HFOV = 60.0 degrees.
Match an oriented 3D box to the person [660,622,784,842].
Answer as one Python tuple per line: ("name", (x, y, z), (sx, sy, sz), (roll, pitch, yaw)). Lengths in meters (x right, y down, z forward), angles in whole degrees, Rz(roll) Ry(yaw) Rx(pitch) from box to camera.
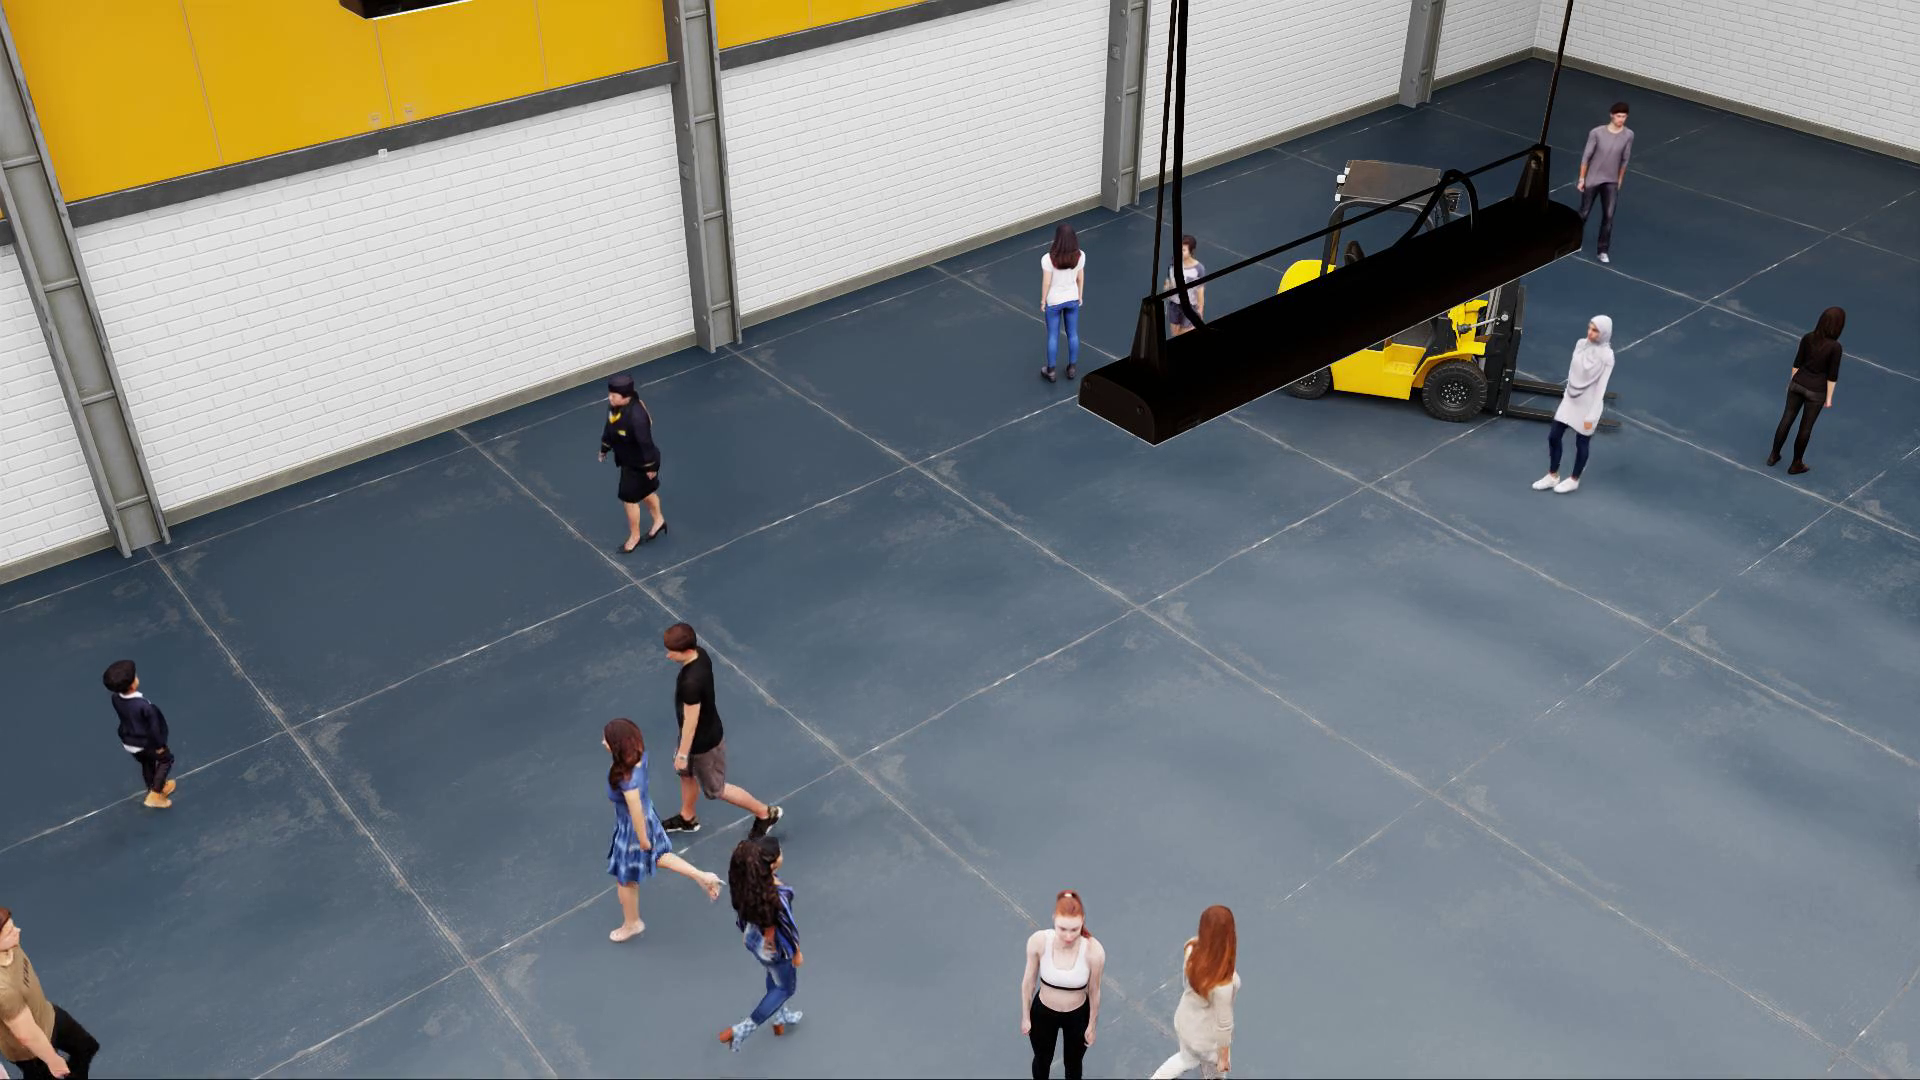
("person", (-1.636, 1.296, 11.033), (1.217, 1.829, 0.989), (-6, 34, -9))

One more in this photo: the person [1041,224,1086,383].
("person", (1.028, -2.371, 16.680), (0.599, 1.685, 0.733), (-9, 35, -13))

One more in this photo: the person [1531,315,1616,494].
("person", (5.625, -1.211, 14.860), (0.761, 1.767, 0.718), (-14, 36, -20))

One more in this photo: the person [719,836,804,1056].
("person", (-1.152, 2.378, 9.610), (0.808, 1.602, 0.601), (-25, 41, -33))

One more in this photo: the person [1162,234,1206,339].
("person", (2.299, -2.384, 16.823), (0.658, 1.549, 0.674), (19, 38, 27))

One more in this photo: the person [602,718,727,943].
("person", (-1.927, 1.796, 10.320), (1.118, 1.786, 0.997), (-4, 34, -5))

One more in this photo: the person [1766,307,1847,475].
("person", (7.768, -1.379, 15.226), (0.509, 1.642, 0.582), (-22, 39, -29))

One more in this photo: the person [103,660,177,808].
("person", (-5.678, 1.375, 11.467), (0.634, 1.217, 0.696), (9, 35, 14))

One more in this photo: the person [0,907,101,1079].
("person", (-5.075, 2.680, 8.938), (0.752, 1.843, 0.776), (-13, 36, -19))

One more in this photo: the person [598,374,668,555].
("person", (-2.679, -0.690, 14.179), (0.805, 1.653, 0.781), (-17, 37, -23))

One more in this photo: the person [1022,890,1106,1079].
("person", (0.558, 2.607, 9.140), (0.670, 1.740, 0.711), (6, 34, 9))

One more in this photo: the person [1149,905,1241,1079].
("person", (1.246, 2.689, 9.063), (1.030, 1.690, 0.782), (-12, 35, -17))

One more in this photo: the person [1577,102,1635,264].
("person", (7.425, -4.218, 19.332), (1.023, 1.825, 1.101), (6, 34, 9))
